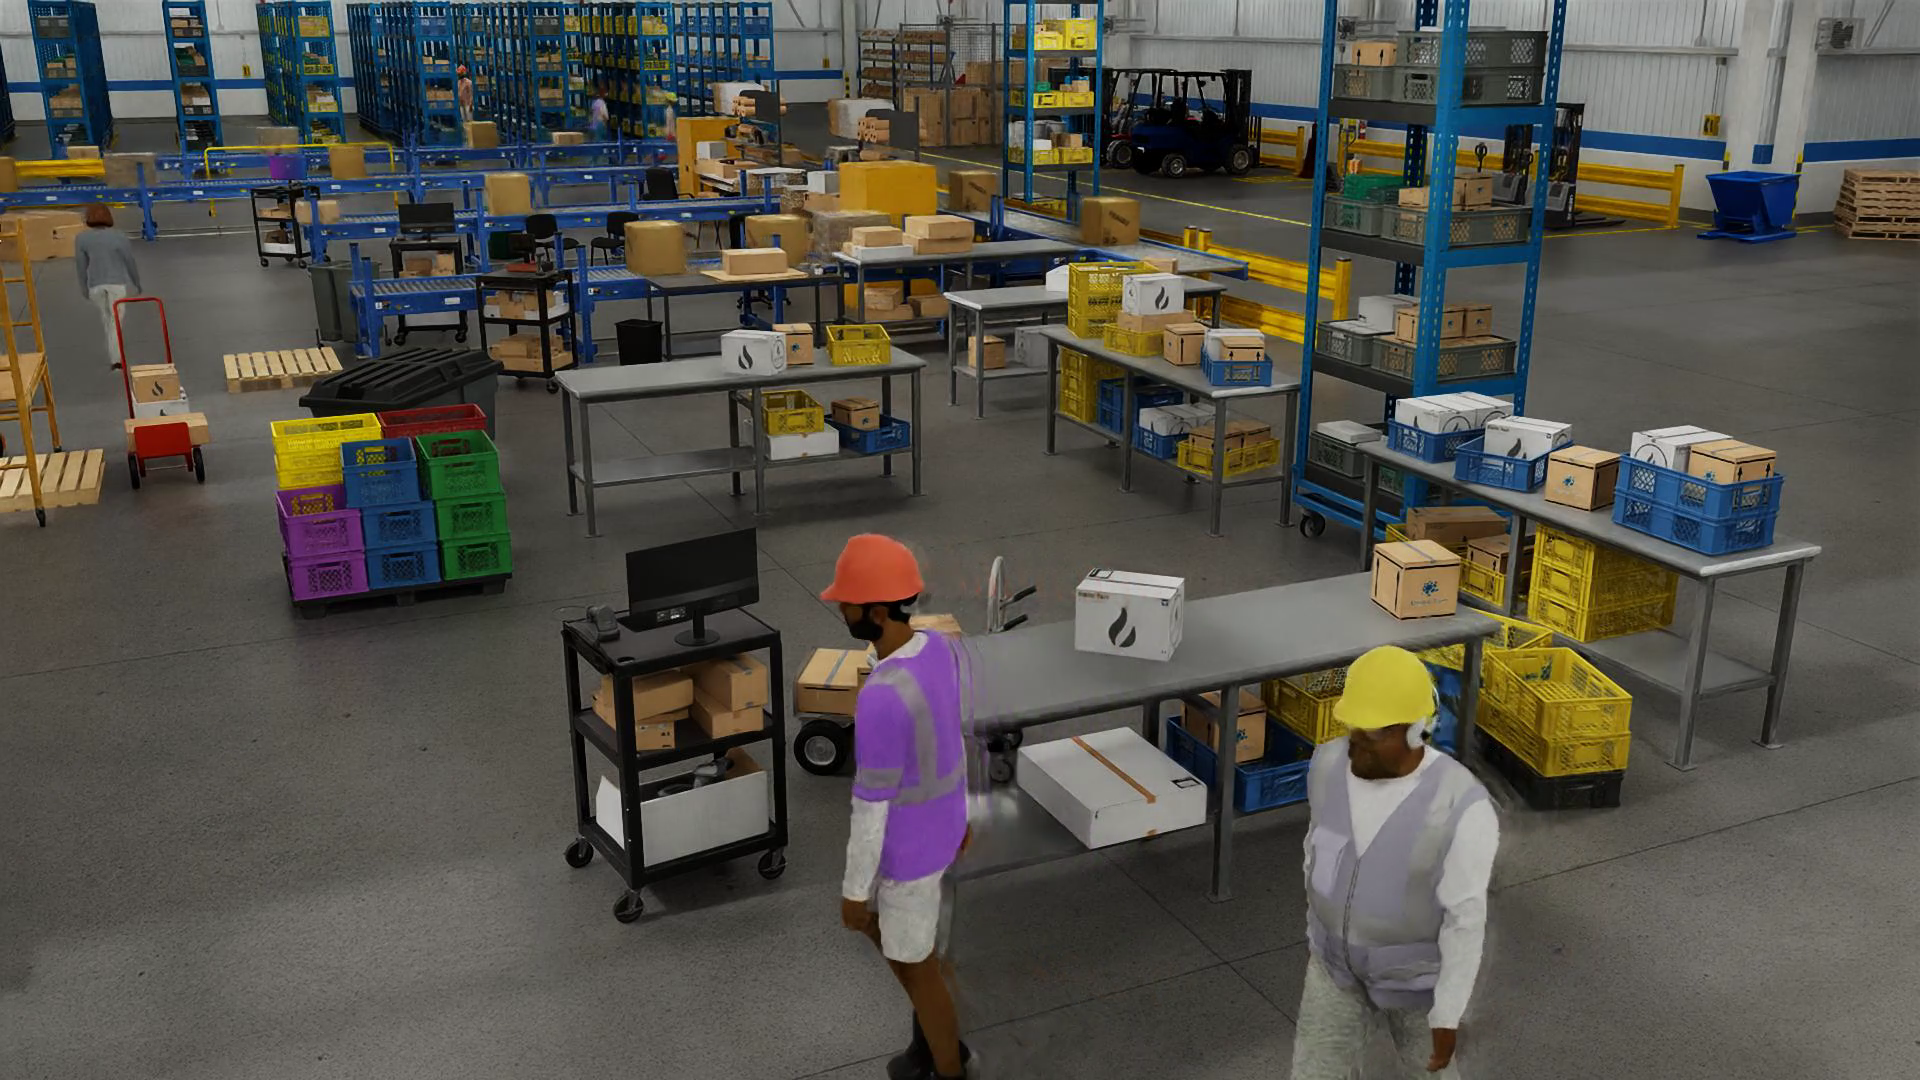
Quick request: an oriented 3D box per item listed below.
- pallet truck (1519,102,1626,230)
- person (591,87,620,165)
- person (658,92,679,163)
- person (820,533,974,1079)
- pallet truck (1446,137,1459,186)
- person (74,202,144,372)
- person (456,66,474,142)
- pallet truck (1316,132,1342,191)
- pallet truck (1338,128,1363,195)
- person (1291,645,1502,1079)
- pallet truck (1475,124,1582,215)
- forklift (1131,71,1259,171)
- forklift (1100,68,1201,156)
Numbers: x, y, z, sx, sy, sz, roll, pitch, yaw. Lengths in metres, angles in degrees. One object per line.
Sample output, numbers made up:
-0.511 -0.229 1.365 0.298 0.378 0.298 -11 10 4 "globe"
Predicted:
9.972 -6.037 26.785 1.885 1.965 0.823 -9 20 -25 "pallet truck"
-7.692 -8.942 36.241 0.907 1.803 0.580 -5 18 -14 "person"
-6.202 -8.676 35.537 0.874 1.729 0.536 -3 18 -10 "person"
-0.154 0.904 5.037 0.515 1.915 0.593 5 18 15 "person"
9.184 -6.485 29.328 1.630 1.274 0.653 -8 19 -23 "pallet truck"
-8.263 -2.485 16.237 0.506 1.605 0.751 -1 18 -2 "person"
-13.247 -11.672 44.538 0.612 1.997 0.375 13 22 36 "person"
7.723 -7.504 32.656 1.601 1.201 0.680 -8 19 -23 "pallet truck"
7.845 -7.140 31.411 1.522 1.261 0.704 -9 20 -25 "pallet truck"
1.184 1.124 4.573 0.593 1.796 0.917 16 24 41 "person"
9.707 -6.455 28.103 1.885 1.965 0.823 -7 19 -20 "pallet truck"
4.998 -8.936 35.413 2.680 1.987 1.157 -9 20 -25 "forklift"
4.082 -9.564 37.410 2.680 1.987 1.157 -8 19 -23 "forklift"
